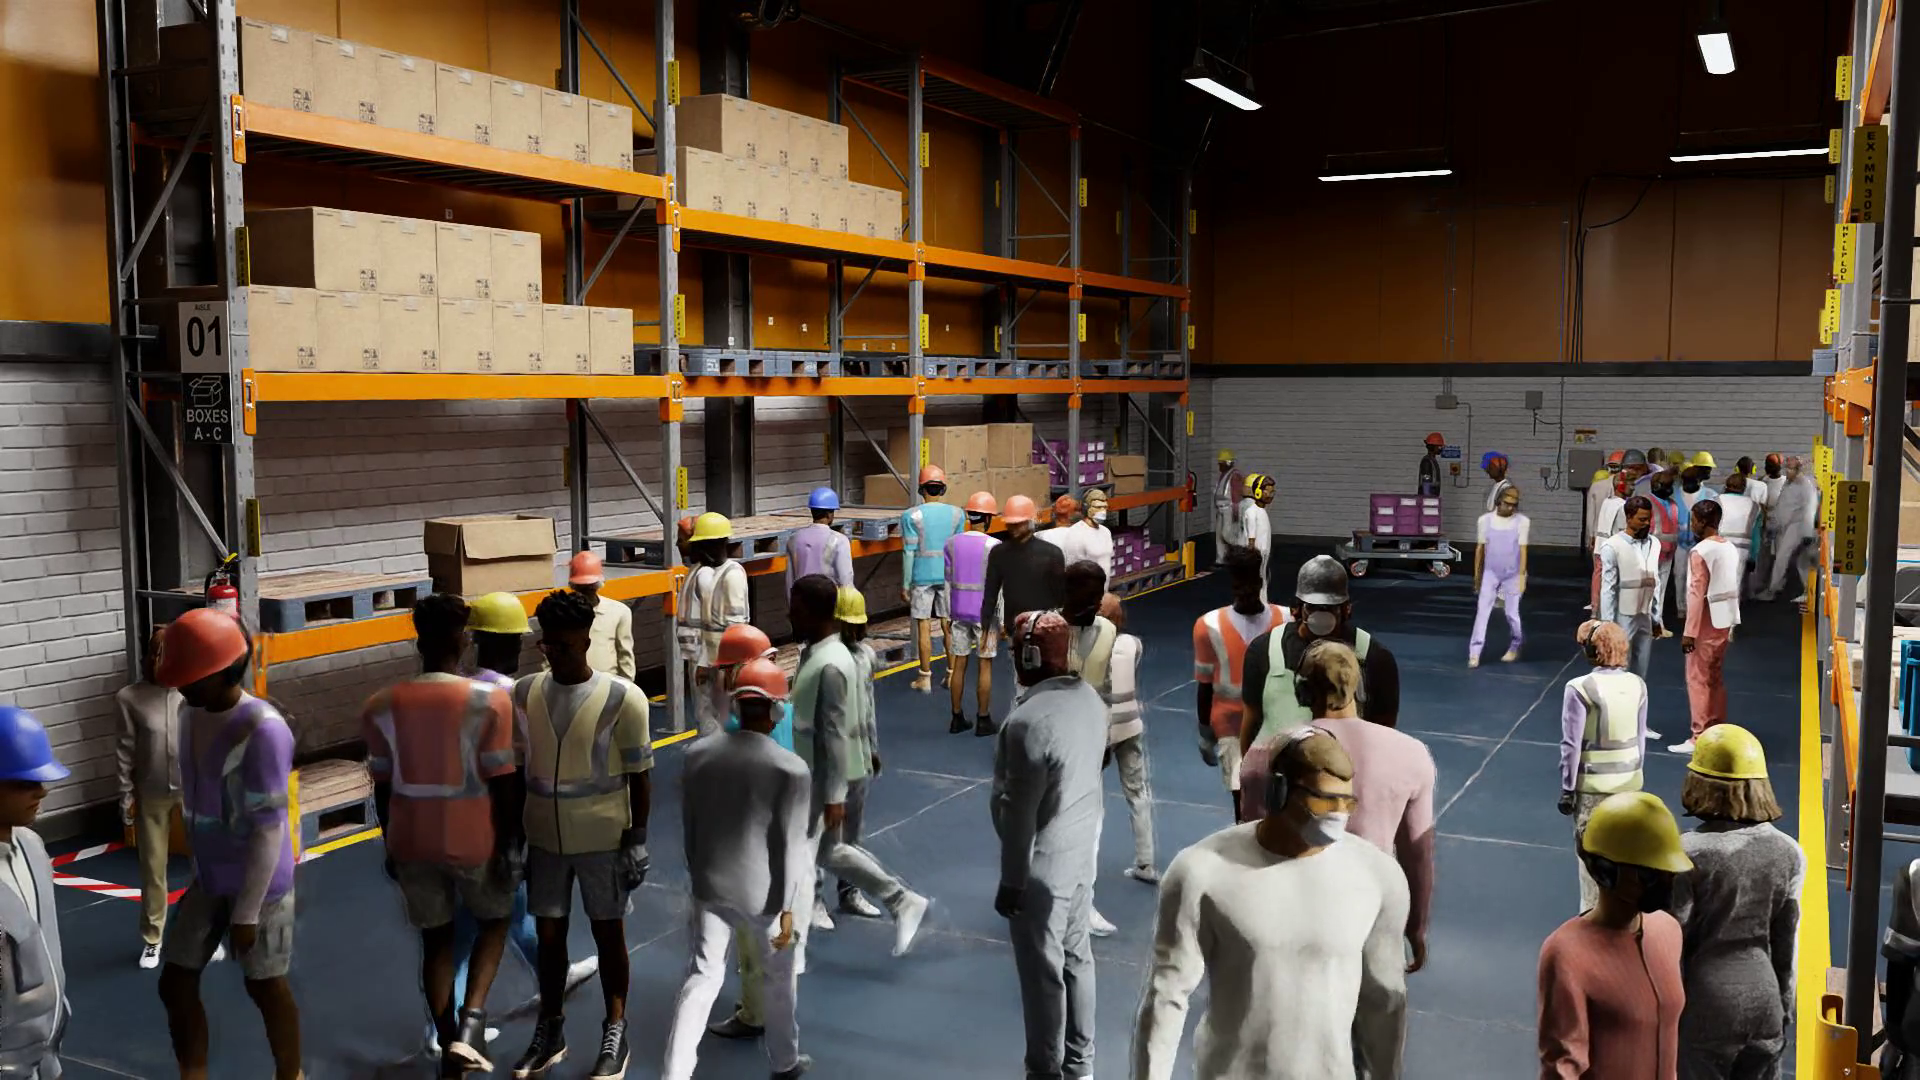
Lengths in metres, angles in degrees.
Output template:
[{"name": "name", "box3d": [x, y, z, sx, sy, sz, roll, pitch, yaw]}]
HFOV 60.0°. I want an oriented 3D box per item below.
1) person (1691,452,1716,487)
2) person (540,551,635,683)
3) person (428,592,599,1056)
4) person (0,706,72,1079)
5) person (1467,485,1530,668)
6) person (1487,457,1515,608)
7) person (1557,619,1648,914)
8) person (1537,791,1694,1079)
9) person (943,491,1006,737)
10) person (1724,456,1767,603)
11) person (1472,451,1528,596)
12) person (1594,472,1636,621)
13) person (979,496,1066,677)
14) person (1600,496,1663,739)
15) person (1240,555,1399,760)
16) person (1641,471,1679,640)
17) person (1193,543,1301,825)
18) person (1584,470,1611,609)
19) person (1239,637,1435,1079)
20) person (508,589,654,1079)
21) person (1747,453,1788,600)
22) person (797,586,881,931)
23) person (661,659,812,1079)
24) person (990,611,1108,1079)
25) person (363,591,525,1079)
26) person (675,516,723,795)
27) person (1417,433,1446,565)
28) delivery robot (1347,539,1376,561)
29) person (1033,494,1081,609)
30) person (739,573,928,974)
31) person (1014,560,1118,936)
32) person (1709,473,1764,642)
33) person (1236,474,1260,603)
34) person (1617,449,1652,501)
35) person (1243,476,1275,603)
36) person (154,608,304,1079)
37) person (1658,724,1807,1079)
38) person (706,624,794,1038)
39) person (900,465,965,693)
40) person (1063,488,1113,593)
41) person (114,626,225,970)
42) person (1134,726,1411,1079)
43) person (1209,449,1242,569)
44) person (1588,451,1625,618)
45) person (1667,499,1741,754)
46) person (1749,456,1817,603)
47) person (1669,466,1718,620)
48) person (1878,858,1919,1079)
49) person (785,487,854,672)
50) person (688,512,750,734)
[{"name": "person", "box3d": [9.251, -0.147, 20.862, 0.382, 1.924, 0.594, 2, 6, 25]}, {"name": "person", "box3d": [-2.289, 0.933, 10.234, 0.569, 1.741, 0.353, -1, 5, -11]}, {"name": "person", "box3d": [-1.875, 1.162, 7.032, 0.958, 1.879, 0.601, -5, 7, -43]}, {"name": "person", "box3d": [-2.492, 1.389, 4.300, 0.418, 1.938, 0.608, -1, 5, -6]}, {"name": "person", "box3d": [5.299, 0.346, 16.287, 0.536, 1.797, 0.693, 2, 6, 25]}, {"name": "person", "box3d": [6.710, -0.098, 20.644, 0.353, 1.877, 0.571, 1, 5, 6]}, {"name": "person", "box3d": [3.111, 1.198, 8.019, 0.526, 1.626, 0.329, -3, 6, -29]}, {"name": "person", "box3d": [1.621, 1.489, 4.113, 0.522, 1.769, 0.311, -4, 7, -36]}, {"name": "person", "box3d": [0.139, 0.581, 13.071, 0.548, 1.924, 0.387, 3, 6, 26]}, {"name": "person", "box3d": [9.898, -0.131, 21.039, 0.562, 1.862, 0.427, 2, 6, 23]}, {"name": "person", "box3d": [6.966, -0.193, 21.428, 0.581, 1.912, 0.665, 1, 5, 10]}, {"name": "person", "box3d": [6.944, 0.193, 17.648, 0.377, 1.841, 0.567, 0, 5, 2]}, {"name": "person", "box3d": [0.435, 0.655, 12.108, 0.649, 1.942, 0.973, 3, 6, 31]}, {"name": "person", "box3d": [5.189, 0.607, 12.887, 0.598, 1.907, 0.409, -3, 6, -30]}, {"name": "person", "box3d": [1.550, 1.060, 7.272, 0.683, 2.000, 0.535, 2, 6, 19]}, {"name": "person", "box3d": [7.549, 0.165, 18.030, 0.626, 1.834, 0.431, -3, 6, -33]}, {"name": "person", "box3d": [1.542, 0.972, 8.818, 0.629, 1.933, 0.685, 0, 5, 2]}, {"name": "person", "box3d": [7.773, 0.016, 20.151, 0.323, 1.737, 0.486, 0, 5, -5]}, {"name": "person", "box3d": [1.235, 1.284, 5.504, 0.652, 1.923, 0.396, 1, 5, 6]}, {"name": "person", "box3d": [-1.521, 1.162, 6.572, 0.614, 1.962, 0.366, 1, 5, 11]}, {"name": "person", "box3d": [10.464, -0.175, 21.402, 0.359, 1.882, 0.575, -3, 6, -32]}, {"name": "person", "box3d": [-0.600, 1.098, 8.491, 0.484, 1.736, 0.307, -5, 7, -43]}, {"name": "person", "box3d": [-0.860, 1.319, 6.297, 0.600, 1.711, 0.823, 2, 6, 21]}, {"name": "person", "box3d": [0.316, 1.215, 6.369, 0.404, 1.900, 0.639, 3, 6, 28]}, {"name": "person", "box3d": [-2.010, 1.175, 6.537, 0.631, 1.939, 0.445, 0, 5, 1]}, {"name": "person", "box3d": [-1.745, 0.772, 11.201, 0.337, 1.882, 0.583, -1, 5, -14]}, {"name": "person", "box3d": [7.217, -0.624, 25.447, 0.407, 2.035, 0.611, 2, 6, 24]}, {"name": "delivery robot", "box3d": [6.011, 0.110, 24.895, 0.477, 0.478, 0.707, 2, 6, 22]}, {"name": "person", "box3d": [0.809, 0.566, 13.547, 0.620, 1.878, 0.387, 0, 5, 3]}, {"name": "person", "box3d": [-0.588, 1.089, 7.777, 0.845, 1.892, 0.599, -1, 5, -10]}, {"name": "person", "box3d": [0.556, 1.033, 8.394, 0.680, 1.872, 0.816, -3, 6, -32]}, {"name": "person", "box3d": [8.315, 0.189, 17.935, 0.637, 1.803, 0.512, 1, 5, 11]}, {"name": "person", "box3d": [3.383, 0.099, 19.270, 0.313, 1.734, 0.505, -1, 5, -12]}, {"name": "person", "box3d": [7.762, -0.050, 19.210, 0.535, 2.000, 0.686, 1, 5, 7]}, {"name": "person", "box3d": [2.996, 0.284, 16.627, 0.338, 1.855, 0.526, 2, 6, 23]}, {"name": "person", "box3d": [-2.626, 1.217, 5.845, 0.699, 1.989, 0.766, 4, 7, 35]}, {"name": "person", "box3d": [2.306, 1.419, 5.044, 0.480, 1.734, 0.331, -1, 5, -14]}, {"name": "person", "box3d": [-0.896, 1.227, 7.096, 0.352, 1.738, 0.573, 1, 5, 12]}, {"name": "person", "box3d": [-0.254, 0.348, 14.918, 0.613, 2.041, 0.393, -2, 6, -23]}, {"name": "person", "box3d": [1.040, 0.547, 13.350, 0.375, 1.936, 0.628, 3, 6, 30]}, {"name": "person", "box3d": [-3.714, 1.210, 7.873, 0.499, 1.629, 0.290, -2, 6, -20]}, {"name": "person", "box3d": [0.765, 1.412, 4.161, 0.732, 1.910, 0.585, 0, 5, 3]}, {"name": "person", "box3d": [4.003, -0.458, 24.810, 0.539, 1.810, 0.613, -1, 5, -13]}, {"name": "person", "box3d": [7.678, -0.048, 19.503, 0.618, 1.986, 0.408, 5, 7, 42]}, {"name": "person", "box3d": [5.598, 0.651, 12.420, 0.598, 1.906, 0.404, -5, 7, -44]}, {"name": "person", "box3d": [10.362, -0.120, 20.901, 0.950, 1.861, 0.653, 1, 5, 11]}, {"name": "person", "box3d": [8.434, 0.058, 19.259, 0.660, 1.807, 0.853, 3, 6, 30]}, {"name": "person", "box3d": [2.878, 1.469, 4.690, 0.531, 1.698, 0.320, 4, 7, 38]}, {"name": "person", "box3d": [-1.100, 0.552, 13.241, 0.616, 1.942, 0.408, 3, 6, 29]}, {"name": "person", "box3d": [-1.591, 0.773, 11.032, 0.391, 1.921, 0.591, -3, 6, -27]}]
